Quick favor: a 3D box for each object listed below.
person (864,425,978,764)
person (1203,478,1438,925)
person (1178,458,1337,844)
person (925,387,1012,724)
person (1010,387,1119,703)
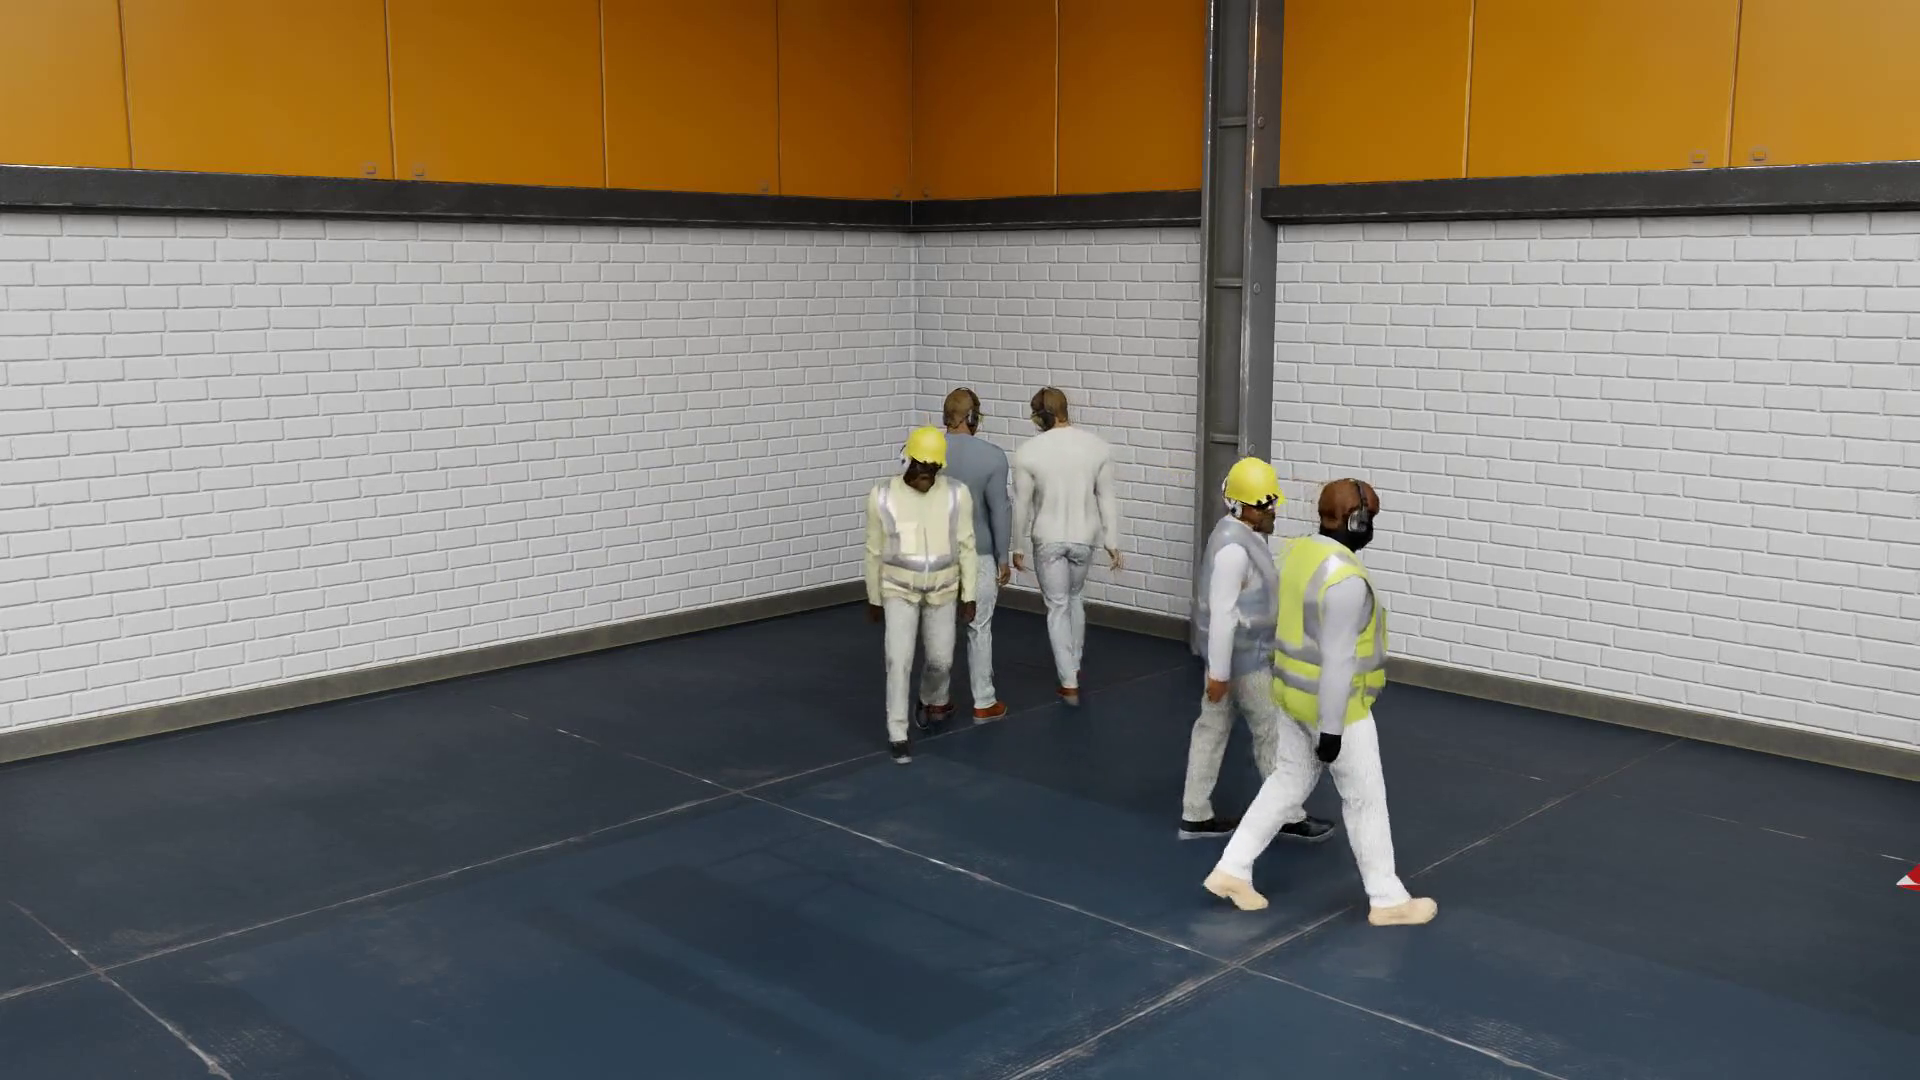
[{"bbox_3d":[-0.228,0.256,9.007,0.617,1.796,0.663,-2,9,-12],"label":"person"},{"bbox_3d":[1.438,0.645,6.619,0.849,1.809,0.629,-2,9,-11],"label":"person"},{"bbox_3d":[1.357,0.509,7.480,0.771,1.776,0.570,0,9,-1],"label":"person"},{"bbox_3d":[0.005,0.095,9.564,0.627,1.934,0.370,4,10,21],"label":"person"},{"bbox_3d":[0.595,0.011,10.184,0.667,1.897,0.782,-2,10,-15],"label":"person"}]
